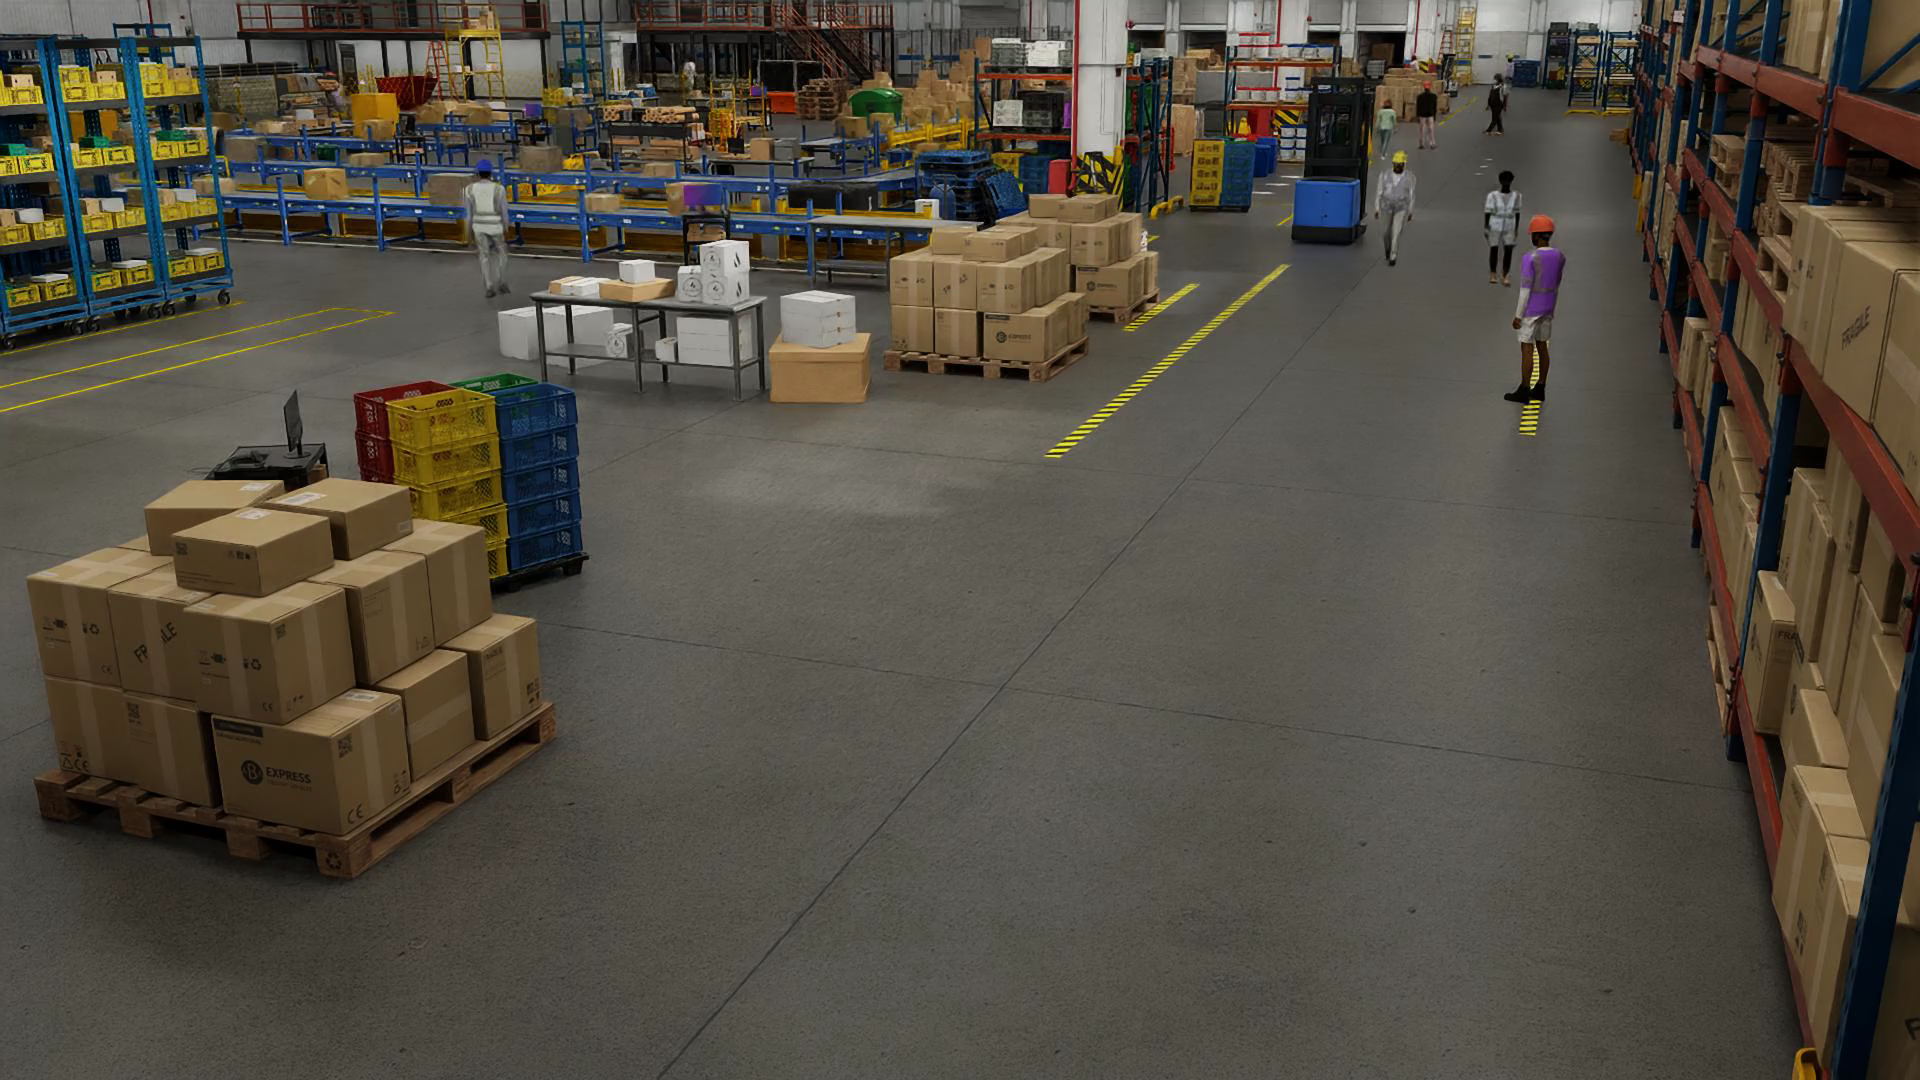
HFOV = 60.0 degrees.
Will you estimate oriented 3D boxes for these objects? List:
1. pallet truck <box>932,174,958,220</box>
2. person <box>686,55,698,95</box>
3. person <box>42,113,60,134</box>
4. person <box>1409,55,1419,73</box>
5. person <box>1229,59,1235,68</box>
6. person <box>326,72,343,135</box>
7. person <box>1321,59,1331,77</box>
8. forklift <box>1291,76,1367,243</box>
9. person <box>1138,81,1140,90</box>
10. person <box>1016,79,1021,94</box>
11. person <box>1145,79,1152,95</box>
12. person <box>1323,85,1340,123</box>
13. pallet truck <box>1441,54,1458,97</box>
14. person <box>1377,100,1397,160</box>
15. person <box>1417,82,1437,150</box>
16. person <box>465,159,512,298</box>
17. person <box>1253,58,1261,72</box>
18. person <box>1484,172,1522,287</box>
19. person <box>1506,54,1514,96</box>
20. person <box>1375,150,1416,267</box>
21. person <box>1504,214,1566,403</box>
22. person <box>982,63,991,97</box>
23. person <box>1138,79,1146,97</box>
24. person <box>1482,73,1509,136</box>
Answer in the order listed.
[{"bbox_3d":[-0.507,-5.292,27.348,0.653,1.274,1.630,6,19,19],"label":"pallet truck"},{"bbox_3d":[-12.947,-22.444,80.337,0.477,1.865,0.575,8,19,24],"label":"person"},{"bbox_3d":[-29.384,-13.989,53.798,0.657,1.853,1.027,-12,21,-33],"label":"person"},{"bbox_3d":[22.286,-22.986,82.115,0.645,1.801,0.892,-13,22,-35],"label":"person"},{"bbox_3d":[12.421,-21.036,75.971,0.392,1.826,0.522,3,18,11],"label":"person"},{"bbox_3d":[-20.433,-14.261,54.362,0.515,2.019,0.622,3,18,9],"label":"person"},{"bbox_3d":[17.982,-22.800,81.699,0.487,1.710,0.822,7,19,21],"label":"person"},{"bbox_3d":[6.598,-6.755,29.381,1.129,2.768,1.873,6,19,19],"label":"forklift"},{"bbox_3d":[9.217,-24.032,85.176,0.389,1.949,0.604,3,18,10],"label":"person"},{"bbox_3d":[2.312,-18.238,67.126,0.420,1.853,0.532,-5,18,-16],"label":"person"},{"bbox_3d":[6.411,-14.930,56.987,0.318,1.695,0.539,-9,20,-26],"label":"person"},{"bbox_3d":[11.786,-13.669,52.992,0.536,1.723,0.901,-12,21,-34],"label":"person"},{"bbox_3d":[22.765,-21.886,78.355,0.823,1.965,1.885,-4,18,-14],"label":"pallet truck"},{"bbox_3d":[11.707,-11.260,45.636,0.499,1.588,0.859,11,21,31],"label":"person"},{"bbox_3d":[13.643,-12.344,48.460,0.625,1.941,0.990,-1,18,-4],"label":"person"},{"bbox_3d":[-6.675,-4.428,23.609,0.610,1.922,0.662,-1,18,-3],"label":"person"},{"bbox_3d":[15.875,-25.070,88.497,0.655,1.901,0.627,16,24,41],"label":"person"},{"bbox_3d":[7.977,-4.564,24.465,0.546,1.653,0.829,2,18,7],"label":"person"},{"bbox_3d":[26.248,-22.203,79.471,0.386,1.923,0.593,0,18,-1],"label":"person"},{"bbox_3d":[6.953,-5.314,26.579,0.603,1.817,0.673,7,19,20],"label":"person"},{"bbox_3d":[5.931,-2.379,17.159,0.544,1.938,0.355,-10,20,-28],"label":"person"},{"bbox_3d":[0.982,-18.282,67.206,0.967,1.884,0.568,2,18,6],"label":"person"},{"bbox_3d":[6.382,-15.383,58.071,1.020,1.912,0.611,7,19,21],"label":"person"},{"bbox_3d":[17.486,-14.228,54.223,1.037,2.000,0.701,-7,19,-21],"label":"person"}]
